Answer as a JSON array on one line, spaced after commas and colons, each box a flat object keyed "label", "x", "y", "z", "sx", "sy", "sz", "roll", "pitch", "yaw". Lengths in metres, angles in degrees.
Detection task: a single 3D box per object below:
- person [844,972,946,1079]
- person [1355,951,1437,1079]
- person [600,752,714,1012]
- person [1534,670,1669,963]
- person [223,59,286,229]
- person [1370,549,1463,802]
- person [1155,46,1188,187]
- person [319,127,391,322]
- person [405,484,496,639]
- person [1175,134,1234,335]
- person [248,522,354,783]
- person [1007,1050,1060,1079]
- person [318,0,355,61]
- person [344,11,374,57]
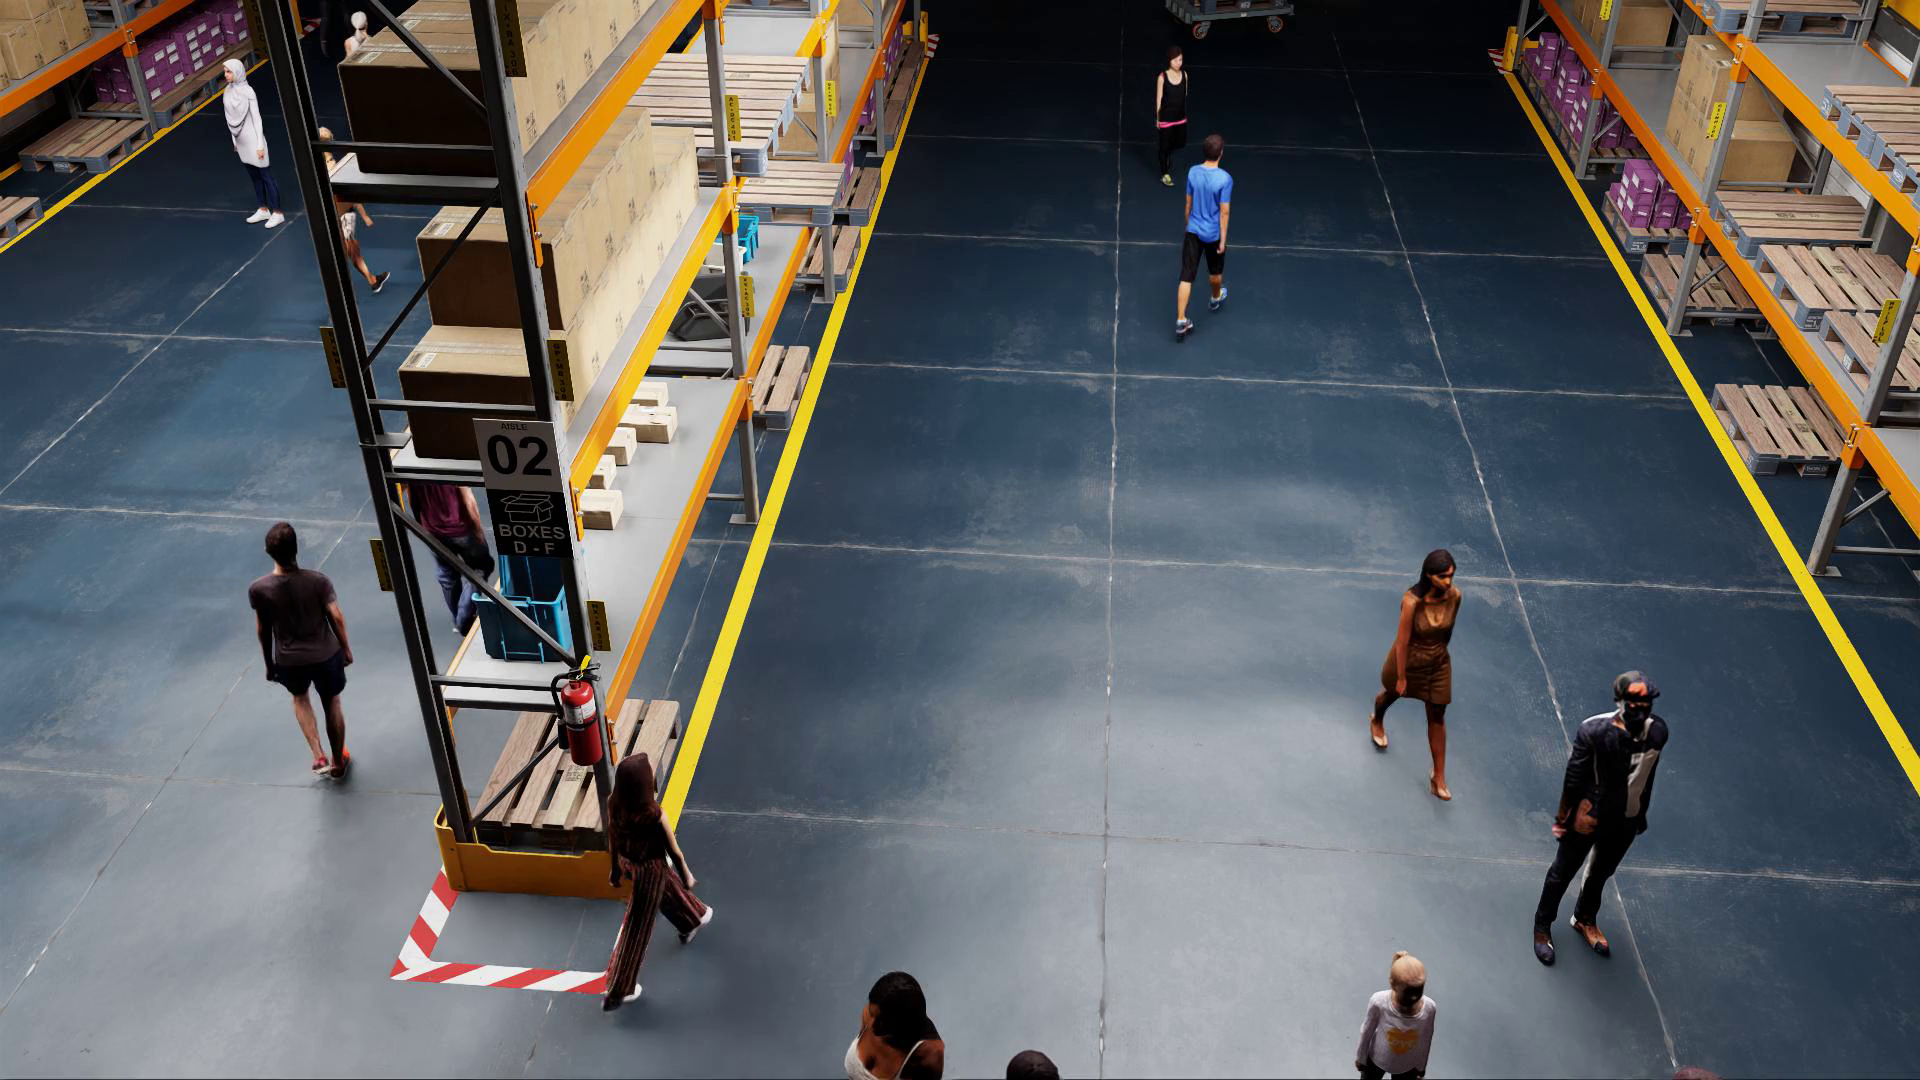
[{"label": "person", "x": -0.217, "y": 2.530, "z": 7.441, "sx": 1.054, "sy": 1.784, "sz": 1.012, "roll": -23, "pitch": 40, "yaw": -31}, {"label": "person", "x": 2.076, "y": 2.473, "z": 7.983, "sx": 0.494, "sy": 1.278, "sz": 0.497, "roll": 4, "pitch": 34, "yaw": 6}, {"label": "person", "x": -1.710, "y": 1.811, "z": 8.760, "sx": 0.935, "sy": 1.521, "sz": 1.166, "roll": 22, "pitch": 39, "yaw": 29}, {"label": "person", "x": 3.449, "y": 1.472, "z": 8.935, "sx": 0.744, "sy": 1.892, "sz": 0.675, "roll": -5, "pitch": 34, "yaw": -8}, {"label": "person", "x": -7.486, "y": -4.198, "z": 17.570, "sx": 0.684, "sy": 1.775, "sz": 0.673, "roll": 18, "pitch": 38, "yaw": 25}, {"label": "person", "x": 2.778, "y": 0.736, "z": 10.270, "sx": 0.833, "sy": 1.640, "sz": 1.145, "roll": -8, "pitch": 35, "yaw": -12}, {"label": "person", "x": 2.335, "y": -4.777, "z": 18.655, "sx": 0.714, "sy": 1.539, "sz": 0.831, "roll": -12, "pitch": 36, "yaw": -18}, {"label": "person", "x": -5.909, "y": -2.958, "z": 15.692, "sx": 0.881, "sy": 1.789, "sz": 1.250, "roll": 15, "pitch": 36, "yaw": 21}, {"label": "person", "x": -3.496, "y": -0.055, "z": 11.278, "sx": 0.690, "sy": 1.841, "sz": 0.737, "roll": 5, "pitch": 34, "yaw": 8}, {"label": "person", "x": 2.221, "y": -2.778, "z": 15.398, "sx": 0.988, "sy": 1.814, "sz": 1.328, "roll": 17, "pitch": 37, "yaw": 24}, {"label": "person", "x": -3.952, "y": 0.761, "z": 10.054, "sx": 0.784, "sy": 1.836, "sz": 0.806, "roll": -9, "pitch": 35, "yaw": -13}, {"label": "person", "x": 0.285, "y": 2.793, "z": 7.132, "sx": 0.806, "sy": 1.687, "sz": 0.690, "roll": 17, "pitch": 37, "yaw": 24}, {"label": "person", "x": -8.495, "y": -7.311, "z": 22.309, "sx": 0.623, "sy": 1.713, "sz": 1.095, "roll": 3, "pitch": 34, "yaw": 5}, {"label": "person", "x": -6.790, "y": -5.186, "z": 19.142, "sx": 0.693, "sy": 1.680, "sz": 0.707, "roll": -5, "pitch": 34, "yaw": -8}]
